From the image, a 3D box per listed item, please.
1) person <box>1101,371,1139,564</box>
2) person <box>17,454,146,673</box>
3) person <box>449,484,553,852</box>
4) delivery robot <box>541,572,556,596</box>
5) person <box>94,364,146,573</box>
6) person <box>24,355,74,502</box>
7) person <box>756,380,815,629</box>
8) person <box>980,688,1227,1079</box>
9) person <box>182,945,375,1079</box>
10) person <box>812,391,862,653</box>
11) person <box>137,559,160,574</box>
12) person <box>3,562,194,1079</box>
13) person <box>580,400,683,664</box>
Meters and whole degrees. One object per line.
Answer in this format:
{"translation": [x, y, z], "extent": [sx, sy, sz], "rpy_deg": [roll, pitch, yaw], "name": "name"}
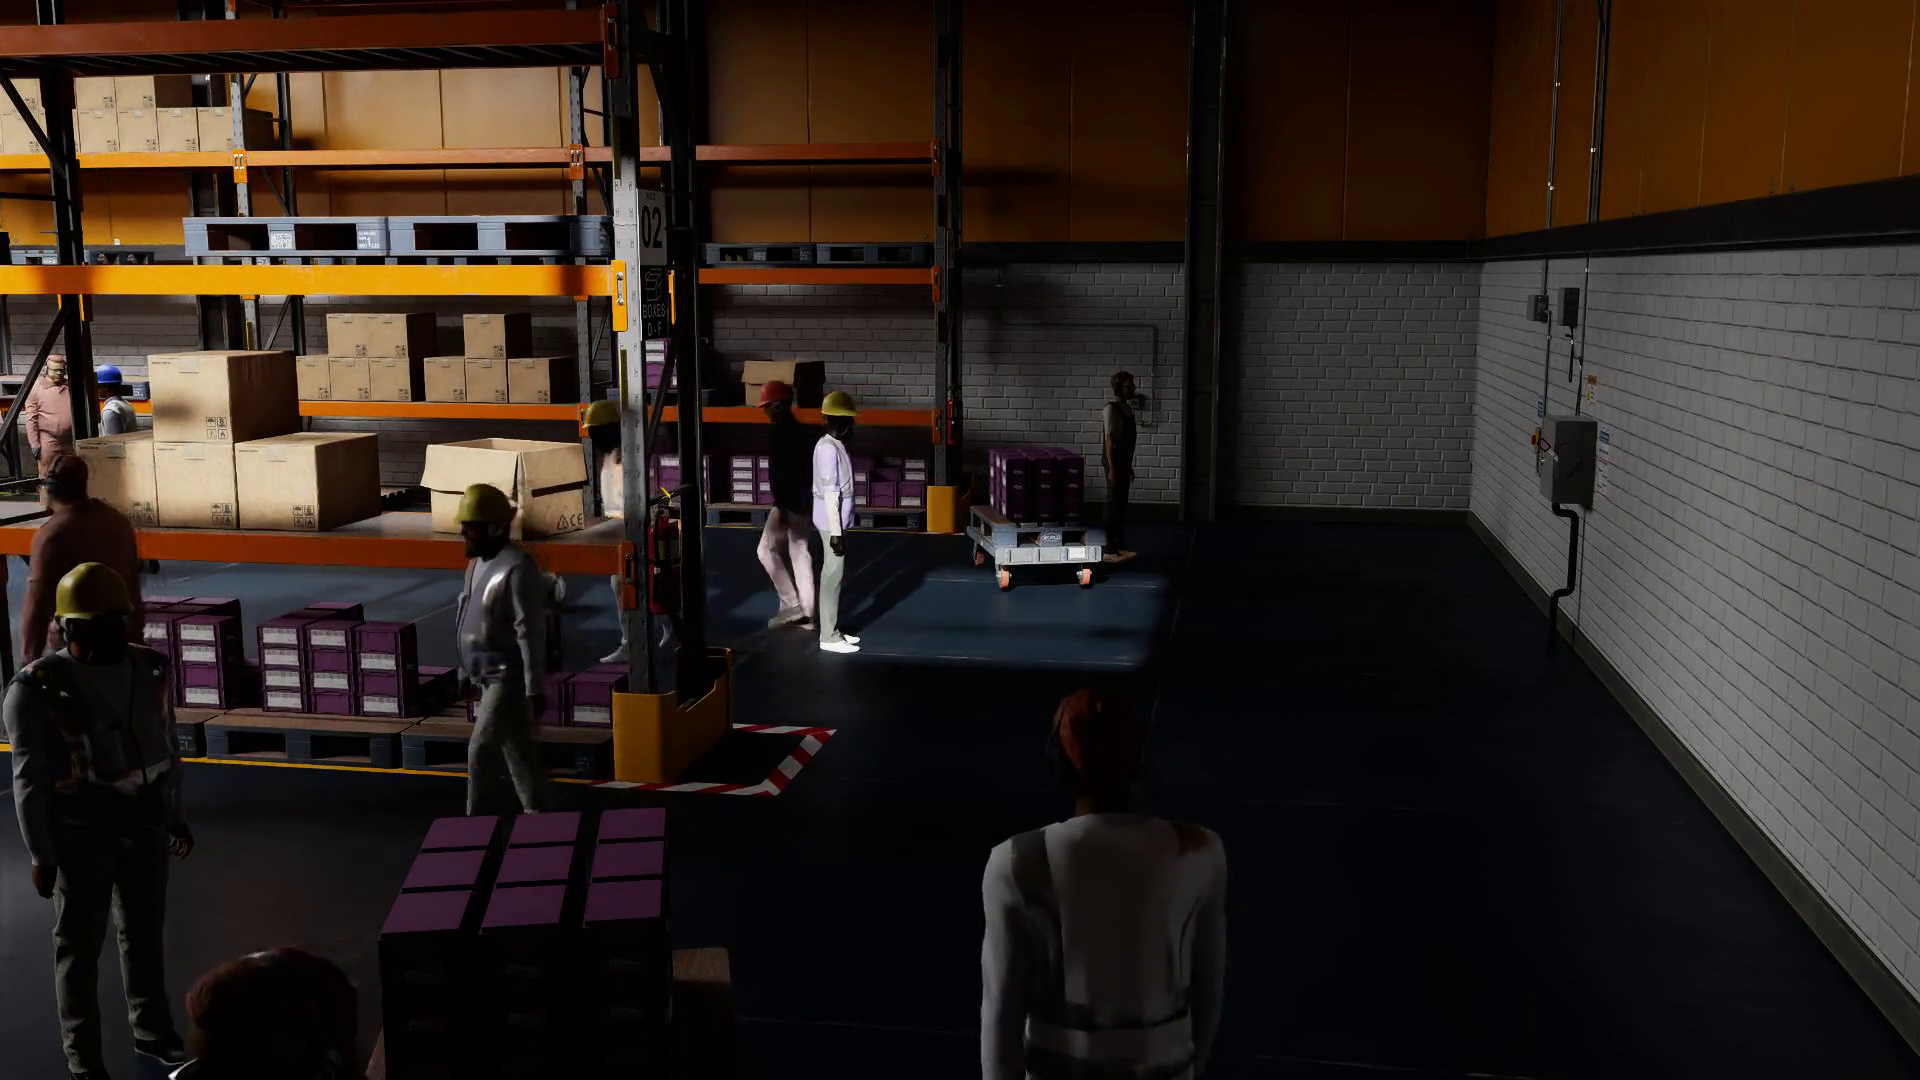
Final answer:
{"translation": [1.550, -0.703, 16.052], "extent": [0.345, 1.846, 0.508], "rpy_deg": [4, 10, 25], "name": "person"}
{"translation": [-4.522, 0.506, 8.408], "extent": [0.689, 1.883, 0.680], "rpy_deg": [1, 9, 6], "name": "person"}
{"translation": [-2.267, 0.640, 7.833], "extent": [0.772, 1.801, 0.628], "rpy_deg": [-6, 11, -33], "name": "person"}
{"translation": [-3.716, 0.229, 13.967], "extent": [0.707, 0.478, 0.477], "rpy_deg": [8, 12, 42], "name": "delivery robot"}
{"translation": [-7.803, -0.651, 15.408], "extent": [0.404, 1.945, 0.614], "rpy_deg": [-2, 9, -14], "name": "person"}
{"translation": [-9.789, -1.059, 18.094], "extent": [0.407, 1.902, 0.639], "rpy_deg": [6, 11, 34], "name": "person"}
{"translation": [-1.356, -0.265, 13.012], "extent": [0.546, 1.945, 0.660], "rpy_deg": [3, 10, 20], "name": "person"}
{"translation": [0.329, 1.254, 3.883], "extent": [0.582, 1.856, 0.729], "rpy_deg": [-1, 9, -3], "name": "person"}
{"translation": [-0.888, 1.476, 2.383], "extent": [0.667, 1.889, 0.504], "rpy_deg": [6, 11, 33], "name": "person"}
{"translation": [-0.903, -0.137, 12.285], "extent": [0.370, 1.925, 0.594], "rpy_deg": [0, 9, -2], "name": "person"}
{"translation": [-5.796, 0.147, 11.531], "extent": [0.848, 1.586, 0.538], "rpy_deg": [3, 10, 16], "name": "person"}
{"translation": [-2.890, 0.977, 5.666], "extent": [0.403, 1.833, 0.591], "rpy_deg": [5, 10, 28], "name": "person"}
{"translation": [-2.351, -0.058, 11.913], "extent": [0.683, 1.897, 0.630], "rpy_deg": [-3, 10, -20], "name": "person"}
